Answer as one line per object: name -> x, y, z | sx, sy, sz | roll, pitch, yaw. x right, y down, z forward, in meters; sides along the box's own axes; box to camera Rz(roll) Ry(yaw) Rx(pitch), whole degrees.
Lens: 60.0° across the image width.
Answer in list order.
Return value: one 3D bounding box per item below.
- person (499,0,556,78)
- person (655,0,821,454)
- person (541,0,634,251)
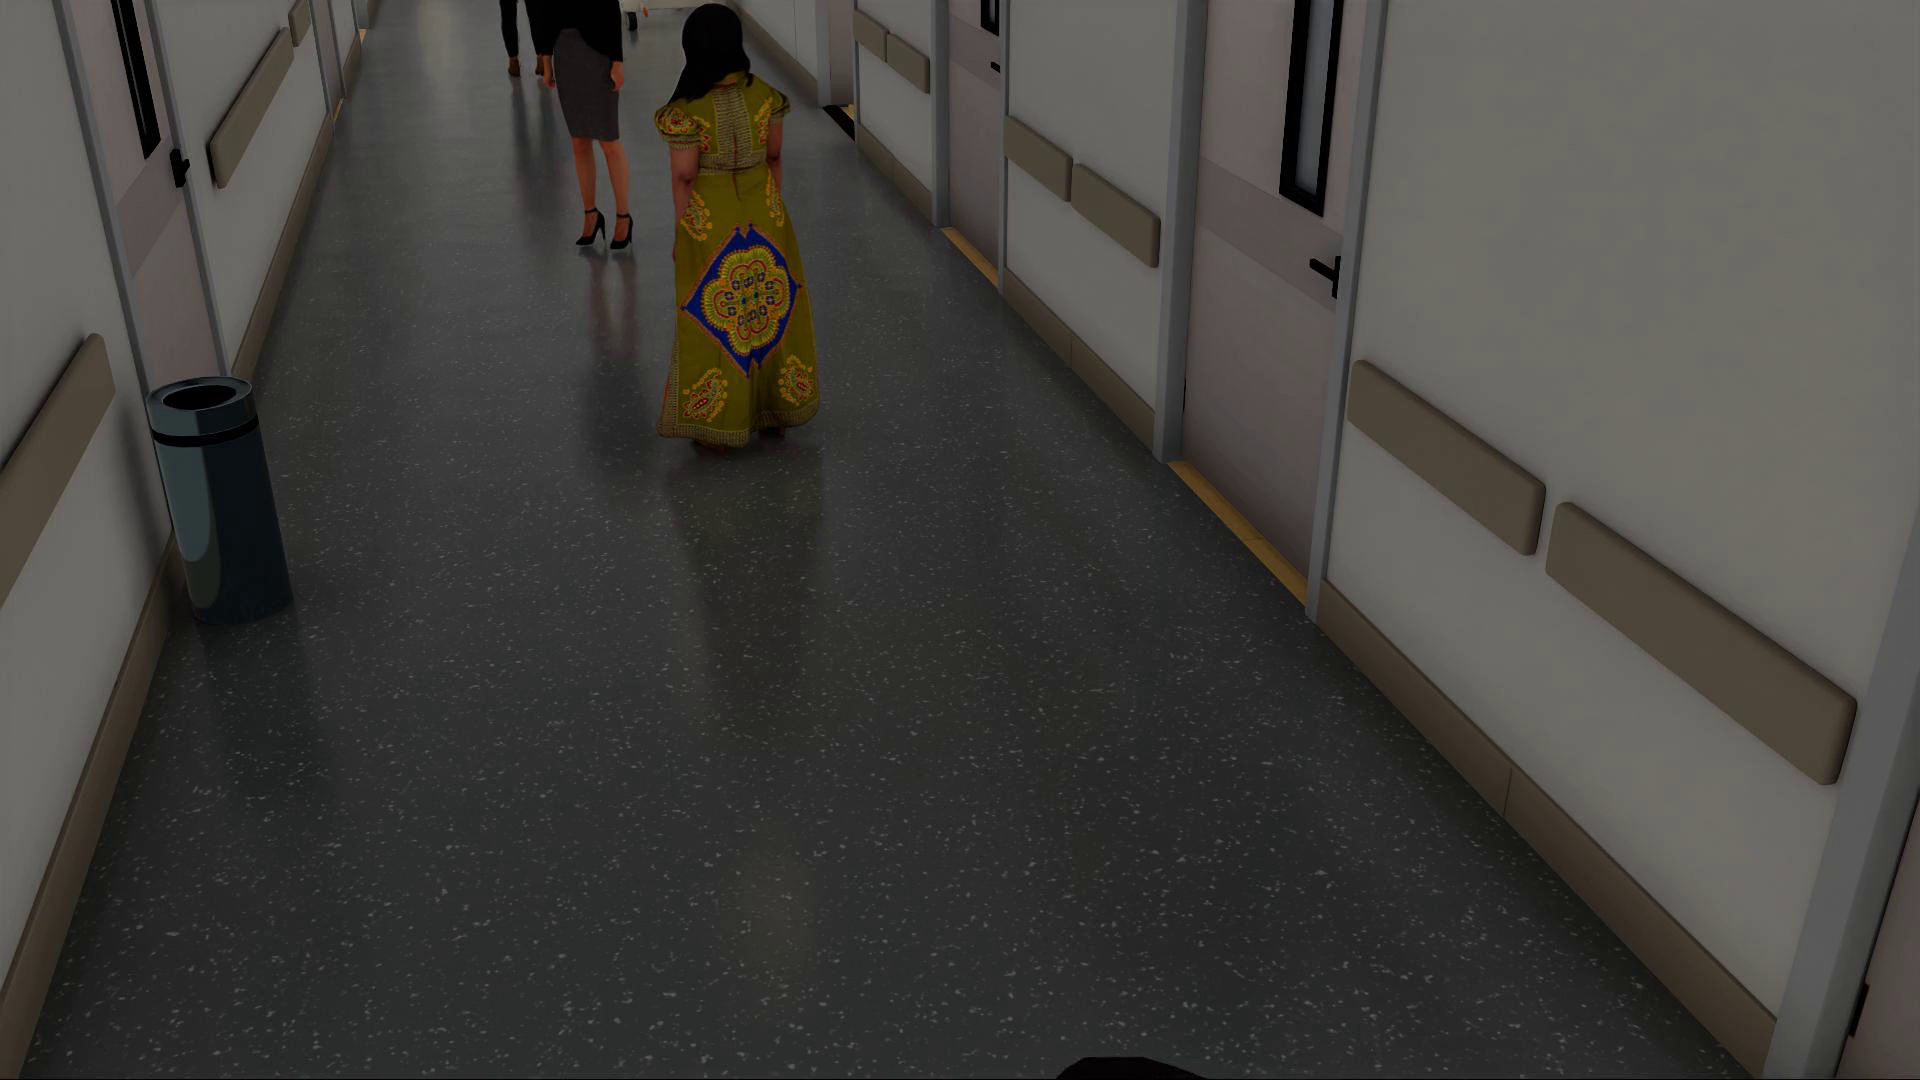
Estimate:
person -> -3.559, -4.607, 13.309 | 0.526, 1.723, 0.702 | -3, 26, -6
person -> -0.859, -1.150, 6.212 | 0.890, 1.661, 1.033 | -19, 31, -33
person -> -1.943, -2.453, 8.708 | 0.666, 1.841, 0.766 | 8, 27, 17
